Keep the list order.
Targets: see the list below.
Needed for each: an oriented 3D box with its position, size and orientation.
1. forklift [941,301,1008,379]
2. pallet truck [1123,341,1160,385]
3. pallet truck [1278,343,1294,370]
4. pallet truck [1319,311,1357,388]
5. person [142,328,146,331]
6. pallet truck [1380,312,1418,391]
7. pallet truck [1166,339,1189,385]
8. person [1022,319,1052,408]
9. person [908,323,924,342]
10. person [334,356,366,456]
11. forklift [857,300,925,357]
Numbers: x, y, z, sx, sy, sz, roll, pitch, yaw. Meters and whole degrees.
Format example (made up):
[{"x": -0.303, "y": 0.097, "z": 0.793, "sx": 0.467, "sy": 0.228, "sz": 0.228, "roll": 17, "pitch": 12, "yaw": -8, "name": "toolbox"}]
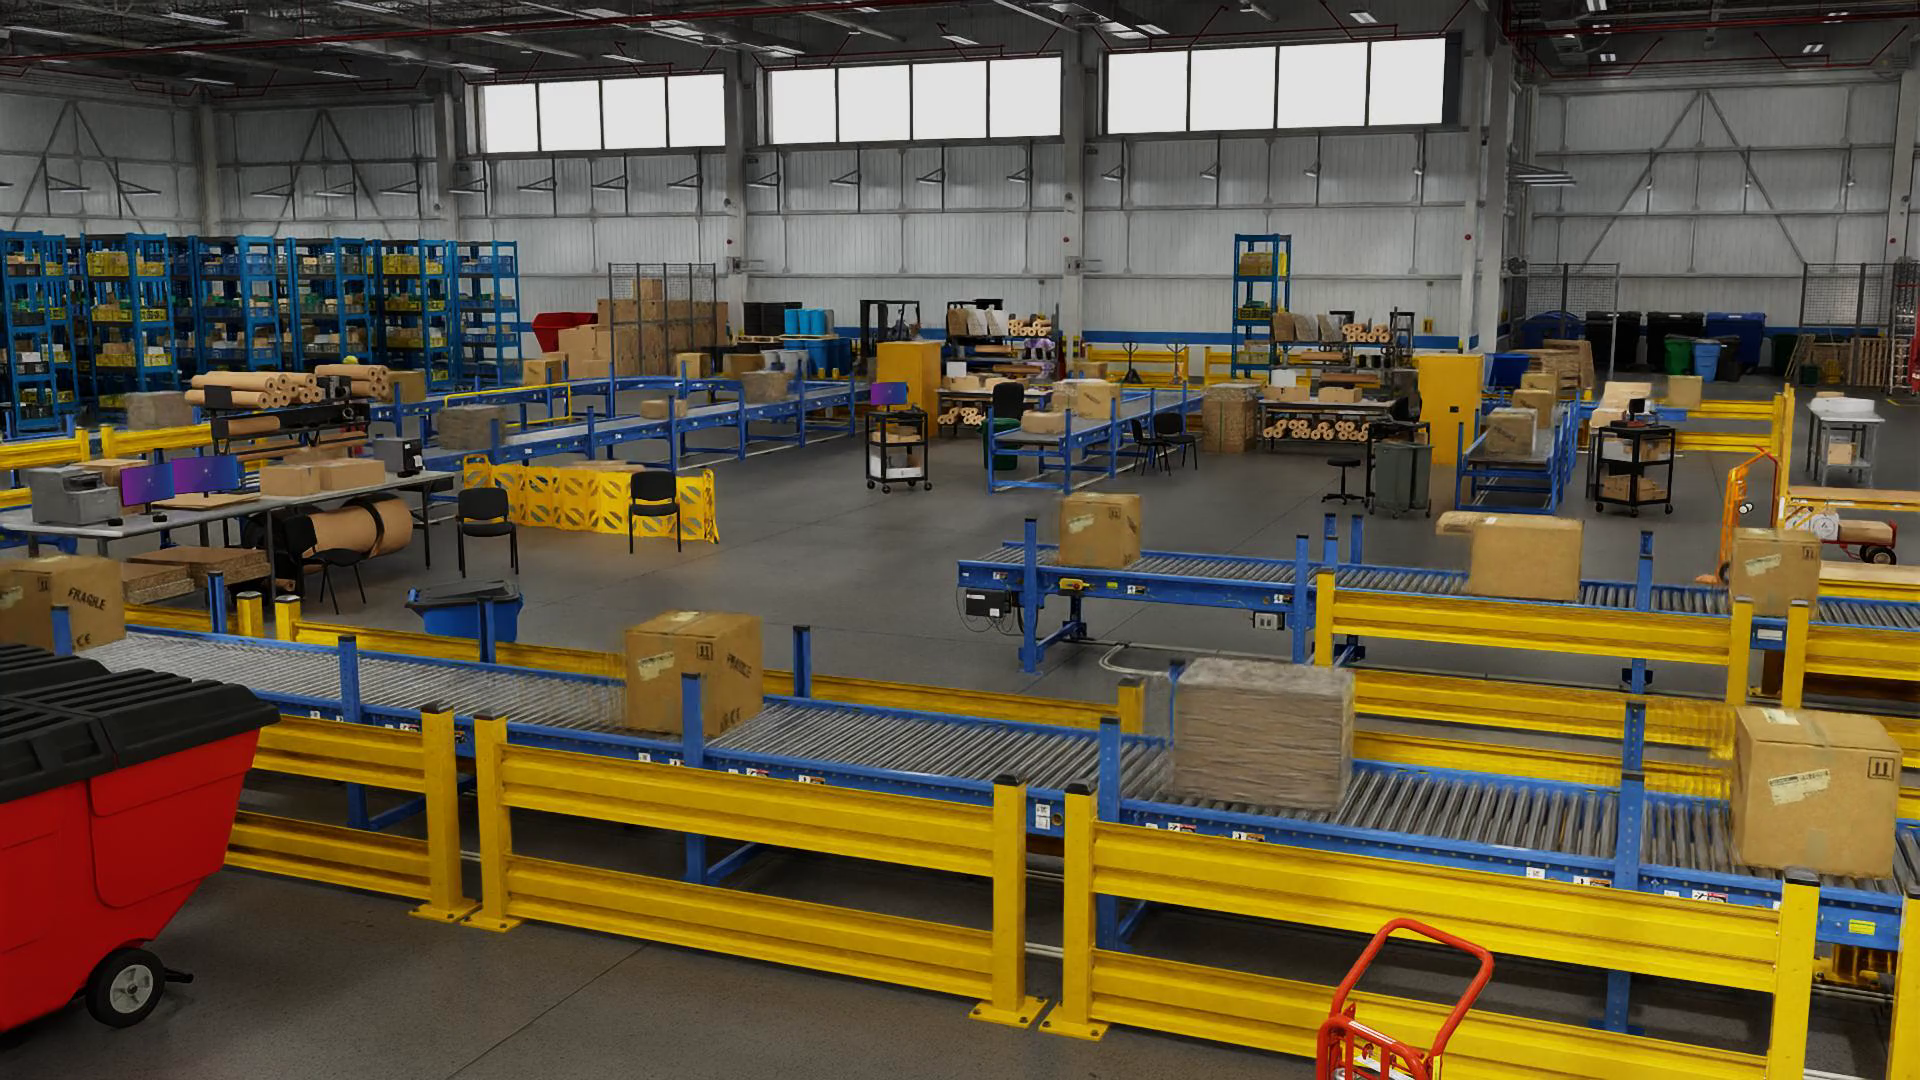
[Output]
[{"x": 0.365, "y": -4.966, "z": 41.571, "sx": 1.157, "sy": 1.987, "sz": 2.680, "roll": 3, "pitch": 10, "yaw": 20, "name": "forklift"}, {"x": 4.445, "y": -4.380, "z": 41.279, "sx": 0.680, "sy": 1.201, "sz": 1.601, "roll": 4, "pitch": 10, "yaw": 22, "name": "pallet truck"}, {"x": 7.886, "y": -4.163, "z": 39.743, "sx": 0.653, "sy": 1.274, "sz": 1.630, "roll": 4, "pitch": 10, "yaw": 22, "name": "pallet truck"}, {"x": 9.071, "y": -4.419, "z": 39.190, "sx": 0.823, "sy": 1.965, "sz": 1.885, "roll": 5, "pitch": 10, "yaw": 26, "name": "pallet truck"}, {"x": -18.758, "y": -4.158, "z": 38.149, "sx": 0.572, "sy": 1.814, "sz": 0.730, "roll": 6, "pitch": 11, "yaw": 33, "name": "person"}, {"x": 10.207, "y": -4.283, "z": 38.369, "sx": 0.823, "sy": 1.965, "sz": 1.885, "roll": 3, "pitch": 10, "yaw": 20, "name": "pallet truck"}, {"x": 5.418, "y": -4.269, "z": 40.420, "sx": 0.704, "sy": 1.261, "sz": 1.522, "roll": 3, "pitch": 10, "yaw": 20, "name": "pallet truck"}, {"x": 1.434, "y": -3.181, "z": 31.553, "sx": 0.605, "sy": 2.044, "sz": 0.374, "roll": 6, "pitch": 11, "yaw": 34, "name": "person"}, {"x": -0.925, "y": -3.583, "z": 34.612, "sx": 1.046, "sy": 1.844, "sz": 0.637, "roll": -2, "pitch": 10, "yaw": -12, "name": "person"}, {"x": -8.607, "y": -1.723, "z": 23.558, "sx": 0.527, "sy": 1.768, "sz": 0.331, "roll": 4, "pitch": 10, "yaw": 22, "name": "person"}, {"x": -1.732, "y": -5.109, "z": 42.468, "sx": 1.157, "sy": 1.987, "sz": 2.680, "roll": 4, "pitch": 10, "yaw": 22, "name": "forklift"}]
